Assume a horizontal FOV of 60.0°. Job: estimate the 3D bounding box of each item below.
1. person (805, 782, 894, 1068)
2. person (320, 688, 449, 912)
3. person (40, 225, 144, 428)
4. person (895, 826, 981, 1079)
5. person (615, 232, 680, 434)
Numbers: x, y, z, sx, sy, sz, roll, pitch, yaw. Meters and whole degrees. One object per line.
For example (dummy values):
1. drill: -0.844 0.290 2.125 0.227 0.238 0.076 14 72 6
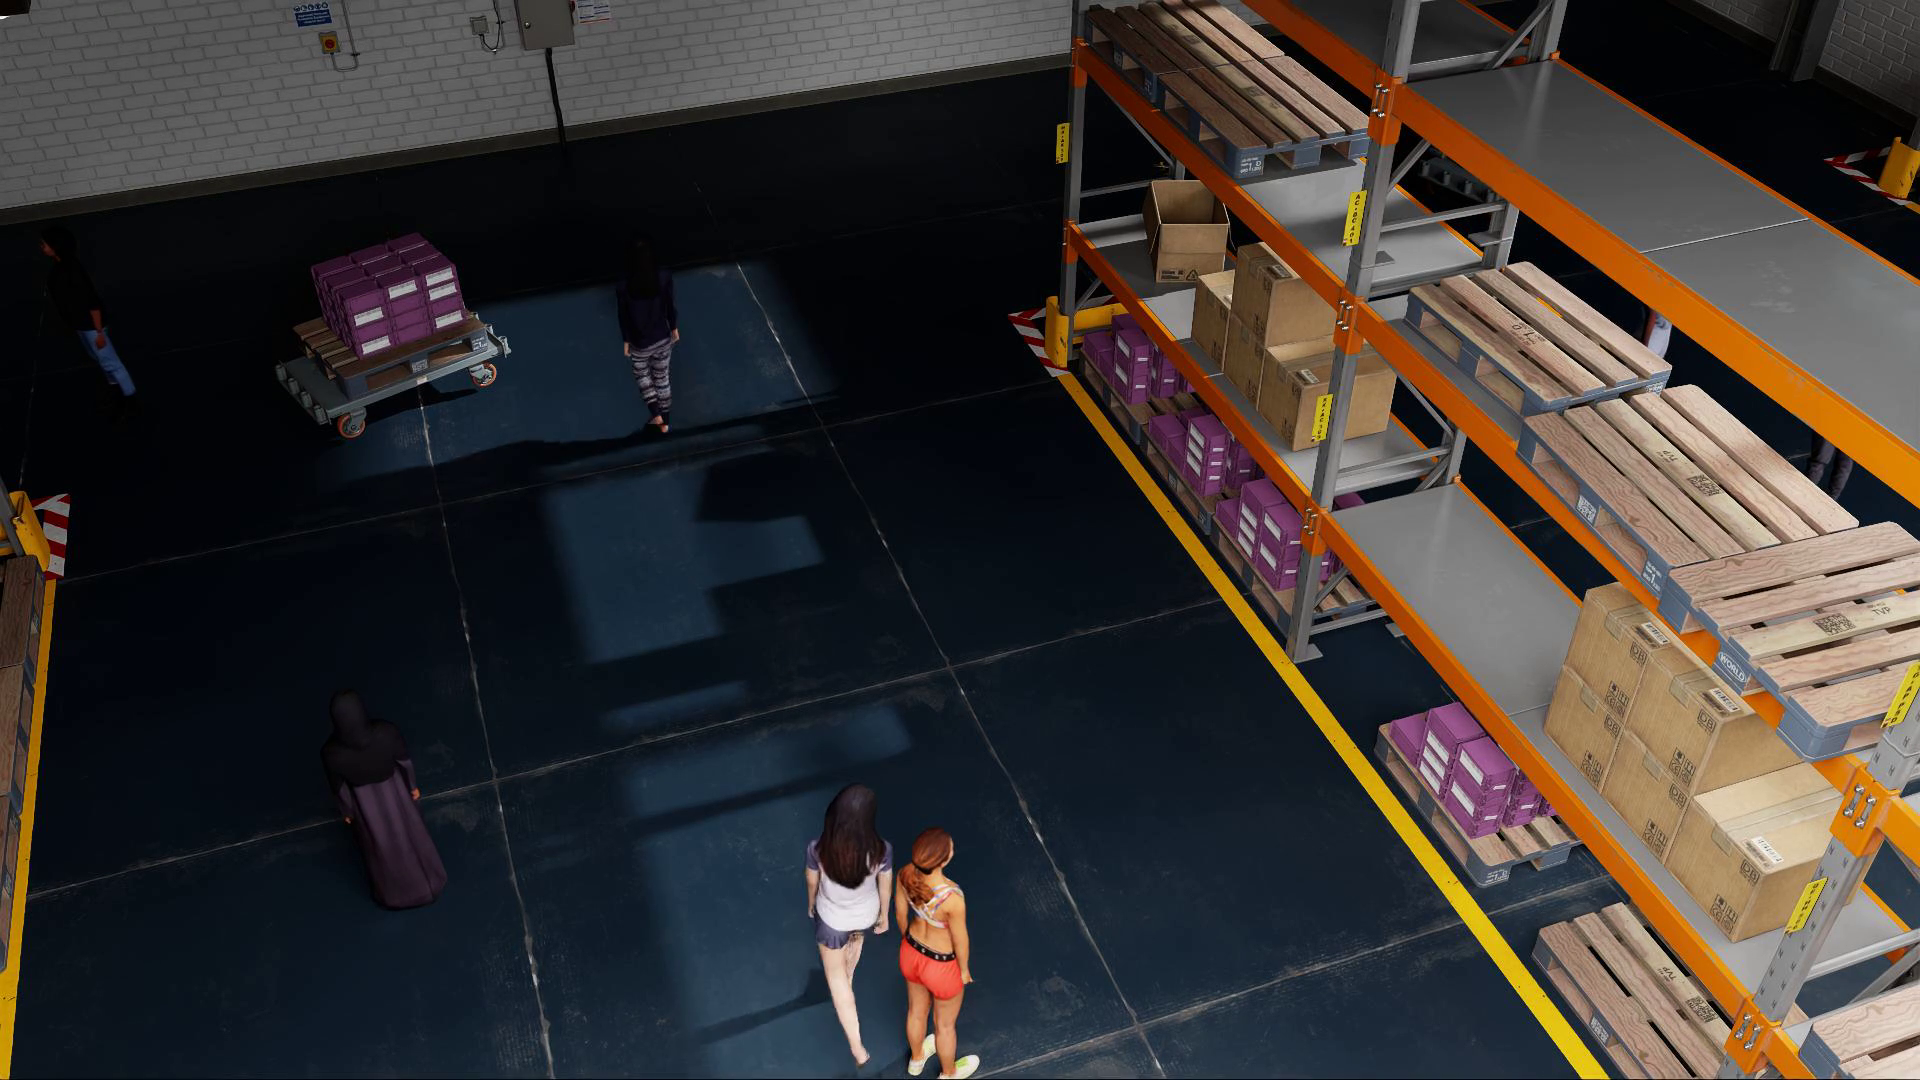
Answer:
1. person: -0.562 1.954 8.414 0.670 1.669 1.078 -10 40 -12
2. person: -3.197 1.414 9.135 0.625 1.613 0.617 -18 42 -21
3. person: -6.769 -1.692 12.953 0.713 1.701 0.600 -31 48 -33
4. person: -0.137 2.066 8.176 0.636 1.791 0.722 26 45 29
5. person: -2.362 -1.529 12.731 0.613 1.723 0.594 -14 41 -17
